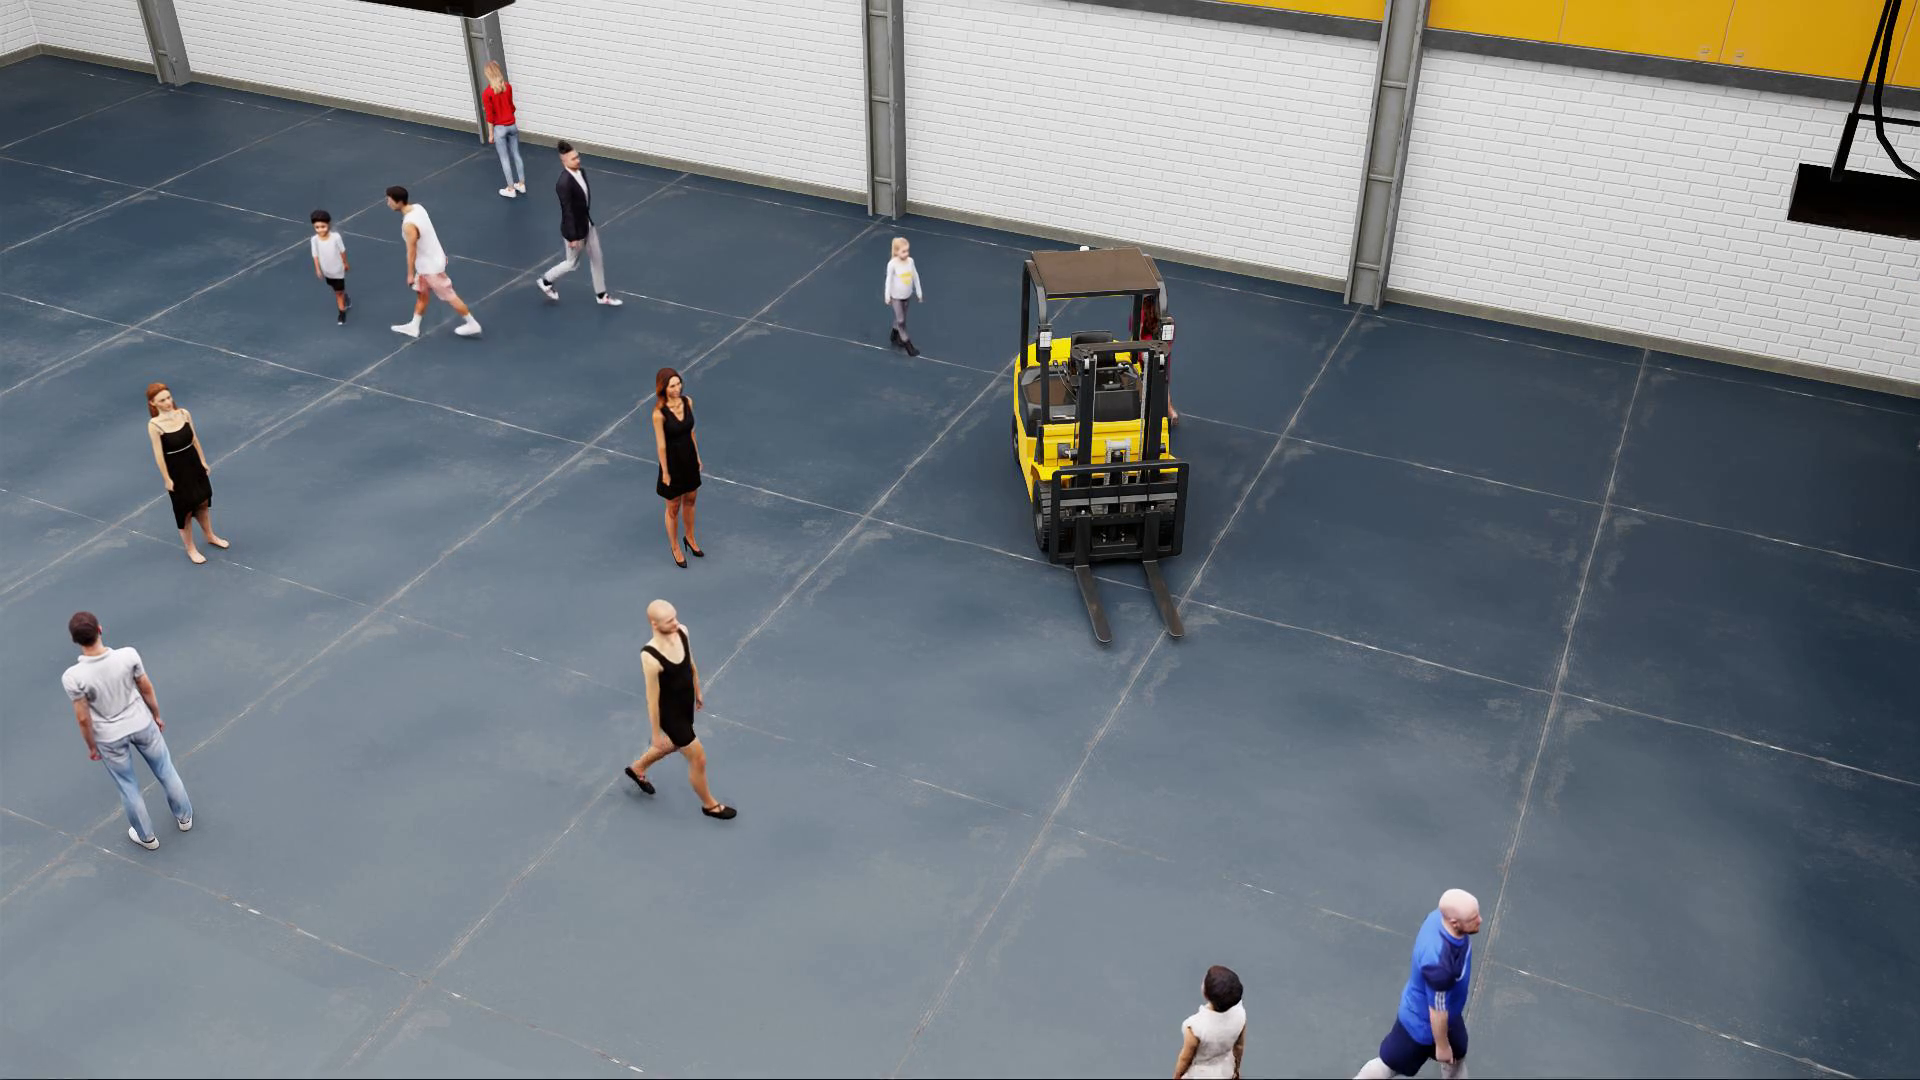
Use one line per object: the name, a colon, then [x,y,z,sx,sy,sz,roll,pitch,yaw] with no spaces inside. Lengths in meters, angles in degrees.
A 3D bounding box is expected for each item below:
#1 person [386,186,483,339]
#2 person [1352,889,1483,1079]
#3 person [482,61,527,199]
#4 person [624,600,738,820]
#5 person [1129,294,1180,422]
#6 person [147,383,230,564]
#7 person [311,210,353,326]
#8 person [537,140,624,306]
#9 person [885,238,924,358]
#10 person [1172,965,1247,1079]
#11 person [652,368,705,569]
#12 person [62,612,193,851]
person: [-5.445,-2.870,17.400,1.243,1.700,1.058,-3,34,-4]
person: [2.485,2.591,9.098,1.124,1.796,0.661,14,36,20]
person: [-5.708,-5.141,20.813,0.589,1.704,0.659,23,40,31]
person: [-2.007,1.137,11.297,1.134,1.784,0.753,10,35,14]
person: [1.831,-1.796,15.953,1.022,1.515,0.556,15,37,22]
person: [-6.567,-0.597,14.049,0.580,1.625,0.573,17,37,24]
person: [-6.800,-3.006,18.032,0.893,1.227,0.879,-7,34,-10]
person: [-4.245,-3.406,18.015,1.222,1.913,0.881,6,34,9]
person: [-0.652,-2.569,17.354,0.759,1.251,0.929,-23,40,-30]
person: [1.352,2.908,8.862,0.864,1.530,1.068,-21,39,-29]
person: [-2.346,-0.606,13.872,0.594,1.835,0.623,24,40,31]
person: [-5.540,1.267,11.037,0.725,1.855,0.700,-26,42,-34]
